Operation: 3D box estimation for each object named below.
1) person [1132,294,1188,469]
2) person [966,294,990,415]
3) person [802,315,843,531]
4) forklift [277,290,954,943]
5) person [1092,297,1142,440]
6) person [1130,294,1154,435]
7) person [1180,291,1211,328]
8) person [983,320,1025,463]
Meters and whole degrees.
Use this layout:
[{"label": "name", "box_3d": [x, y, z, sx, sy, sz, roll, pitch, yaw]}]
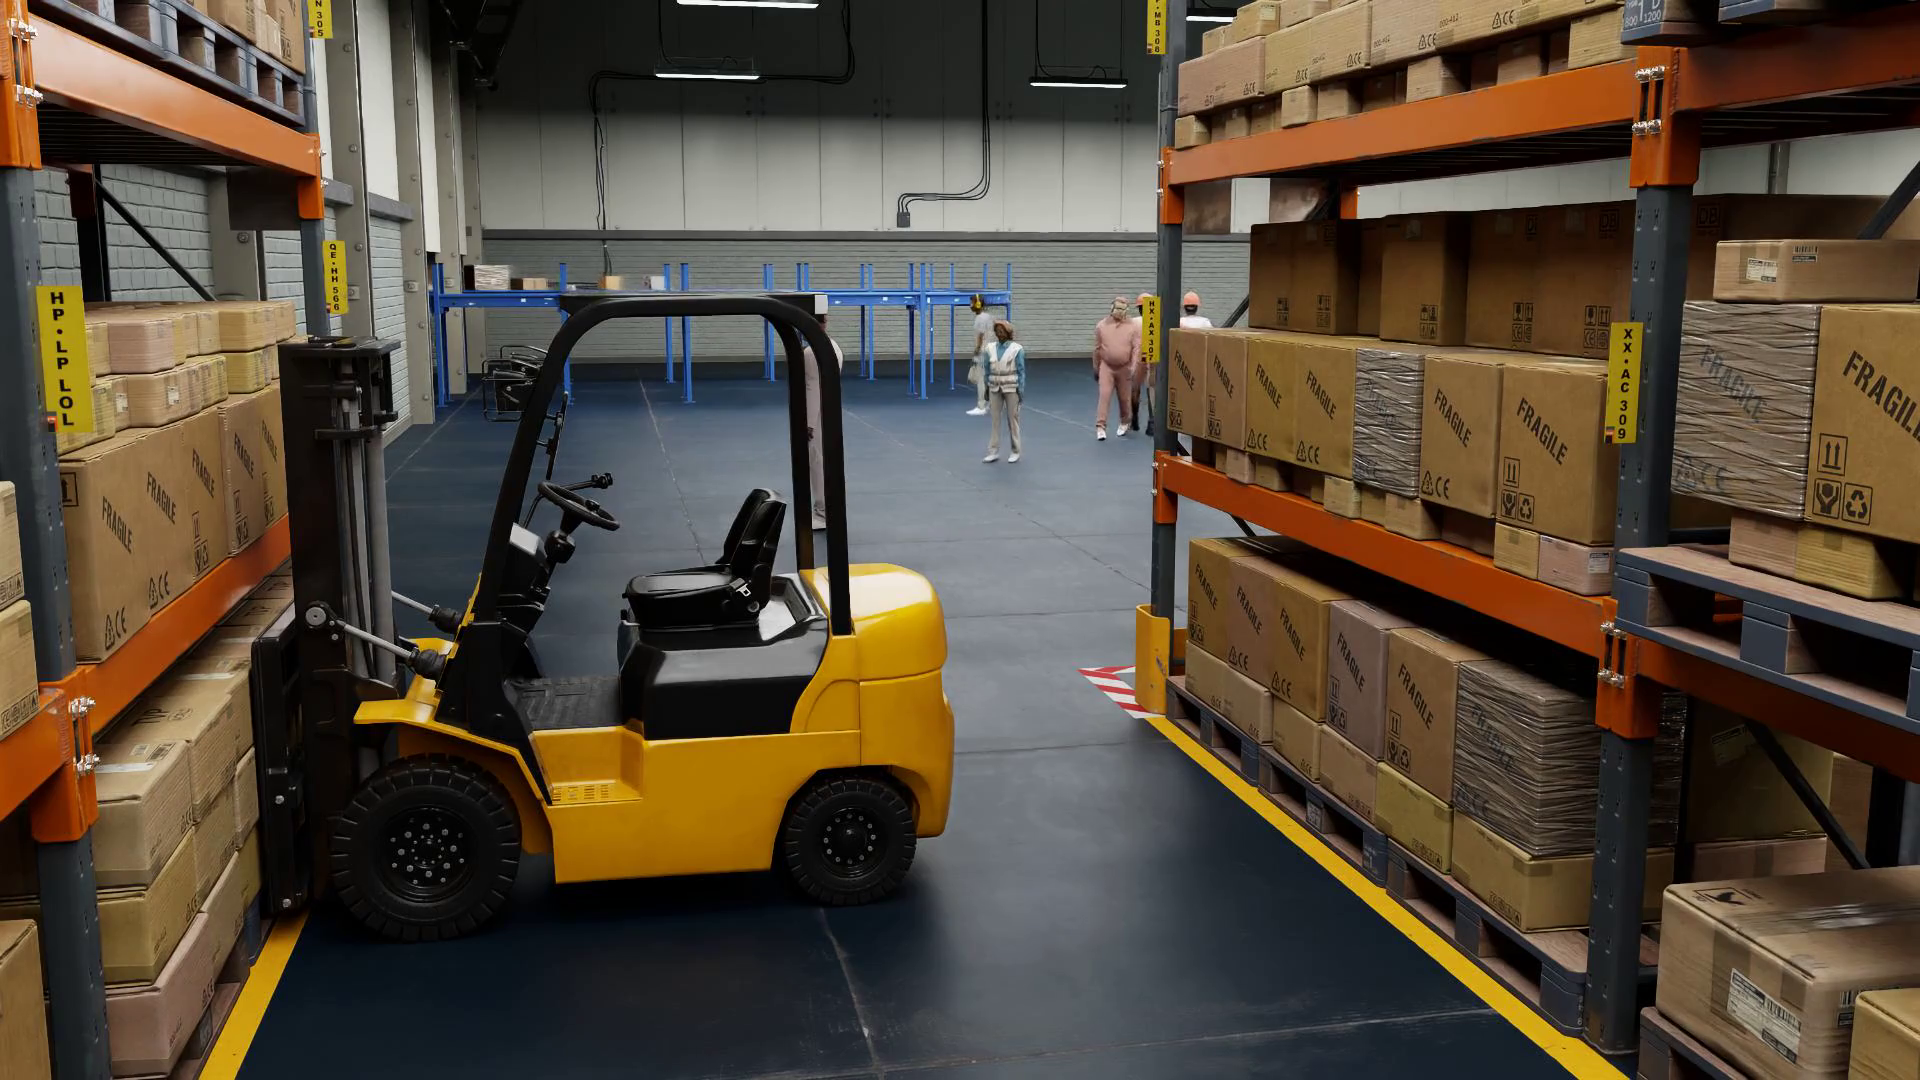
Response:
[{"label": "person", "box_3d": [2.112, -1.653, 17.808, 0.652, 1.971, 0.760, -4, 10, -24]}, {"label": "person", "box_3d": [0.322, -2.842, 25.482, 0.477, 1.848, 0.498, -2, 9, -11]}, {"label": "person", "box_3d": [-1.239, -1.040, 14.298, 0.401, 1.906, 0.649, 2, 10, 14]}, {"label": "forklift", "box_3d": [-1.179, 0.175, 6.143, 2.313, 2.155, 1.214, -2, 10, -12]}, {"label": "person", "box_3d": [2.075, -2.286, 22.014, 0.646, 1.870, 0.859, 1, 9, 5]}, {"label": "person", "box_3d": [2.510, -2.391, 22.599, 0.557, 1.879, 0.995, 0, 9, -2]}, {"label": "person", "box_3d": [3.127, -2.407, 22.577, 0.558, 1.918, 0.702, 2, 9, 10]}, {"label": "person", "box_3d": [0.509, -1.722, 19.271, 0.522, 1.640, 0.311, 5, 11, 28]}]
